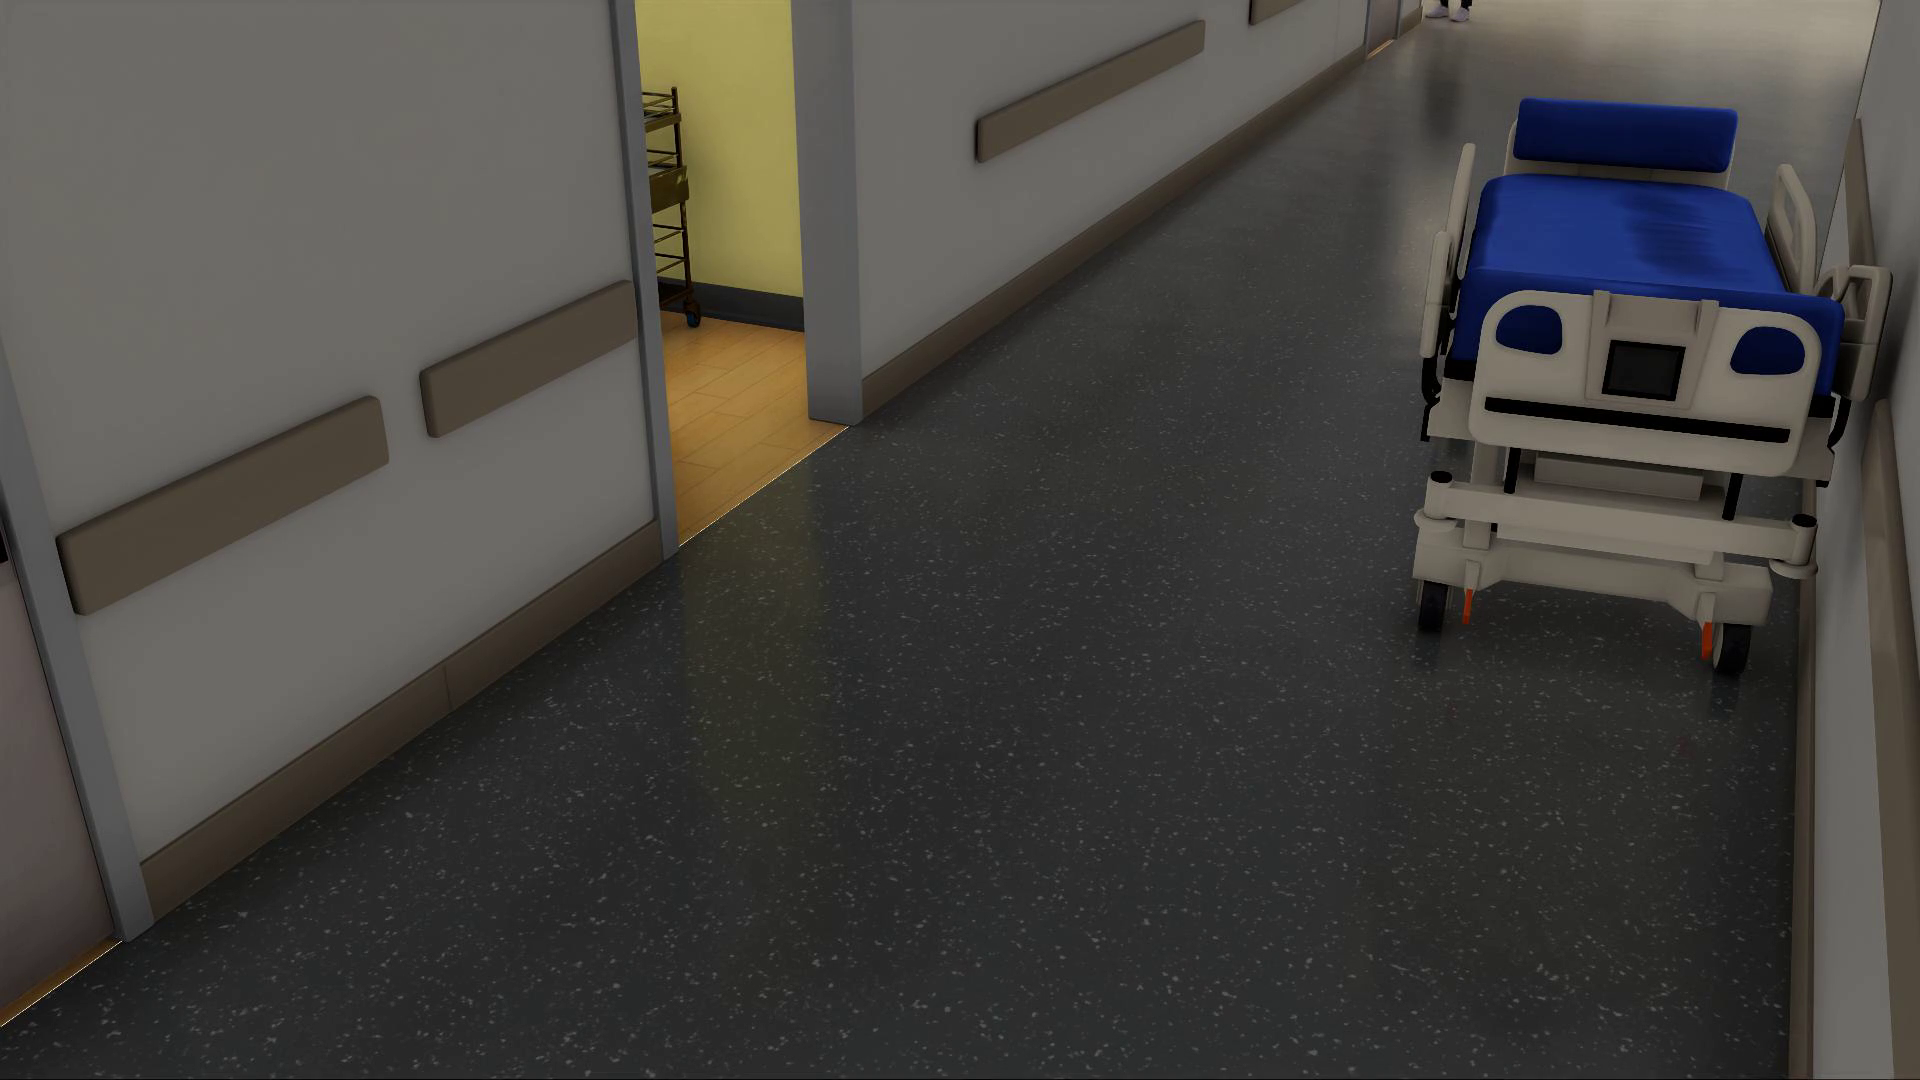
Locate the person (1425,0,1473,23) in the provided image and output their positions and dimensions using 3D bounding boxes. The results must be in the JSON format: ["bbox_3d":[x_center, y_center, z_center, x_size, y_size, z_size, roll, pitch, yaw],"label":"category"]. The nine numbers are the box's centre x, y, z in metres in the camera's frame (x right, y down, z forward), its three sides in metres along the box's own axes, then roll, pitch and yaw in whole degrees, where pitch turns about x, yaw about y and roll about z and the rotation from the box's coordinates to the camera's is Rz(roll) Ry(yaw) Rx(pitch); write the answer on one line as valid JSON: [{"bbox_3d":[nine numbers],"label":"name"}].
[{"bbox_3d":[4.840,-5.922,15.987,0.782,1.762,0.650,-19,32,-34],"label":"person"}]
